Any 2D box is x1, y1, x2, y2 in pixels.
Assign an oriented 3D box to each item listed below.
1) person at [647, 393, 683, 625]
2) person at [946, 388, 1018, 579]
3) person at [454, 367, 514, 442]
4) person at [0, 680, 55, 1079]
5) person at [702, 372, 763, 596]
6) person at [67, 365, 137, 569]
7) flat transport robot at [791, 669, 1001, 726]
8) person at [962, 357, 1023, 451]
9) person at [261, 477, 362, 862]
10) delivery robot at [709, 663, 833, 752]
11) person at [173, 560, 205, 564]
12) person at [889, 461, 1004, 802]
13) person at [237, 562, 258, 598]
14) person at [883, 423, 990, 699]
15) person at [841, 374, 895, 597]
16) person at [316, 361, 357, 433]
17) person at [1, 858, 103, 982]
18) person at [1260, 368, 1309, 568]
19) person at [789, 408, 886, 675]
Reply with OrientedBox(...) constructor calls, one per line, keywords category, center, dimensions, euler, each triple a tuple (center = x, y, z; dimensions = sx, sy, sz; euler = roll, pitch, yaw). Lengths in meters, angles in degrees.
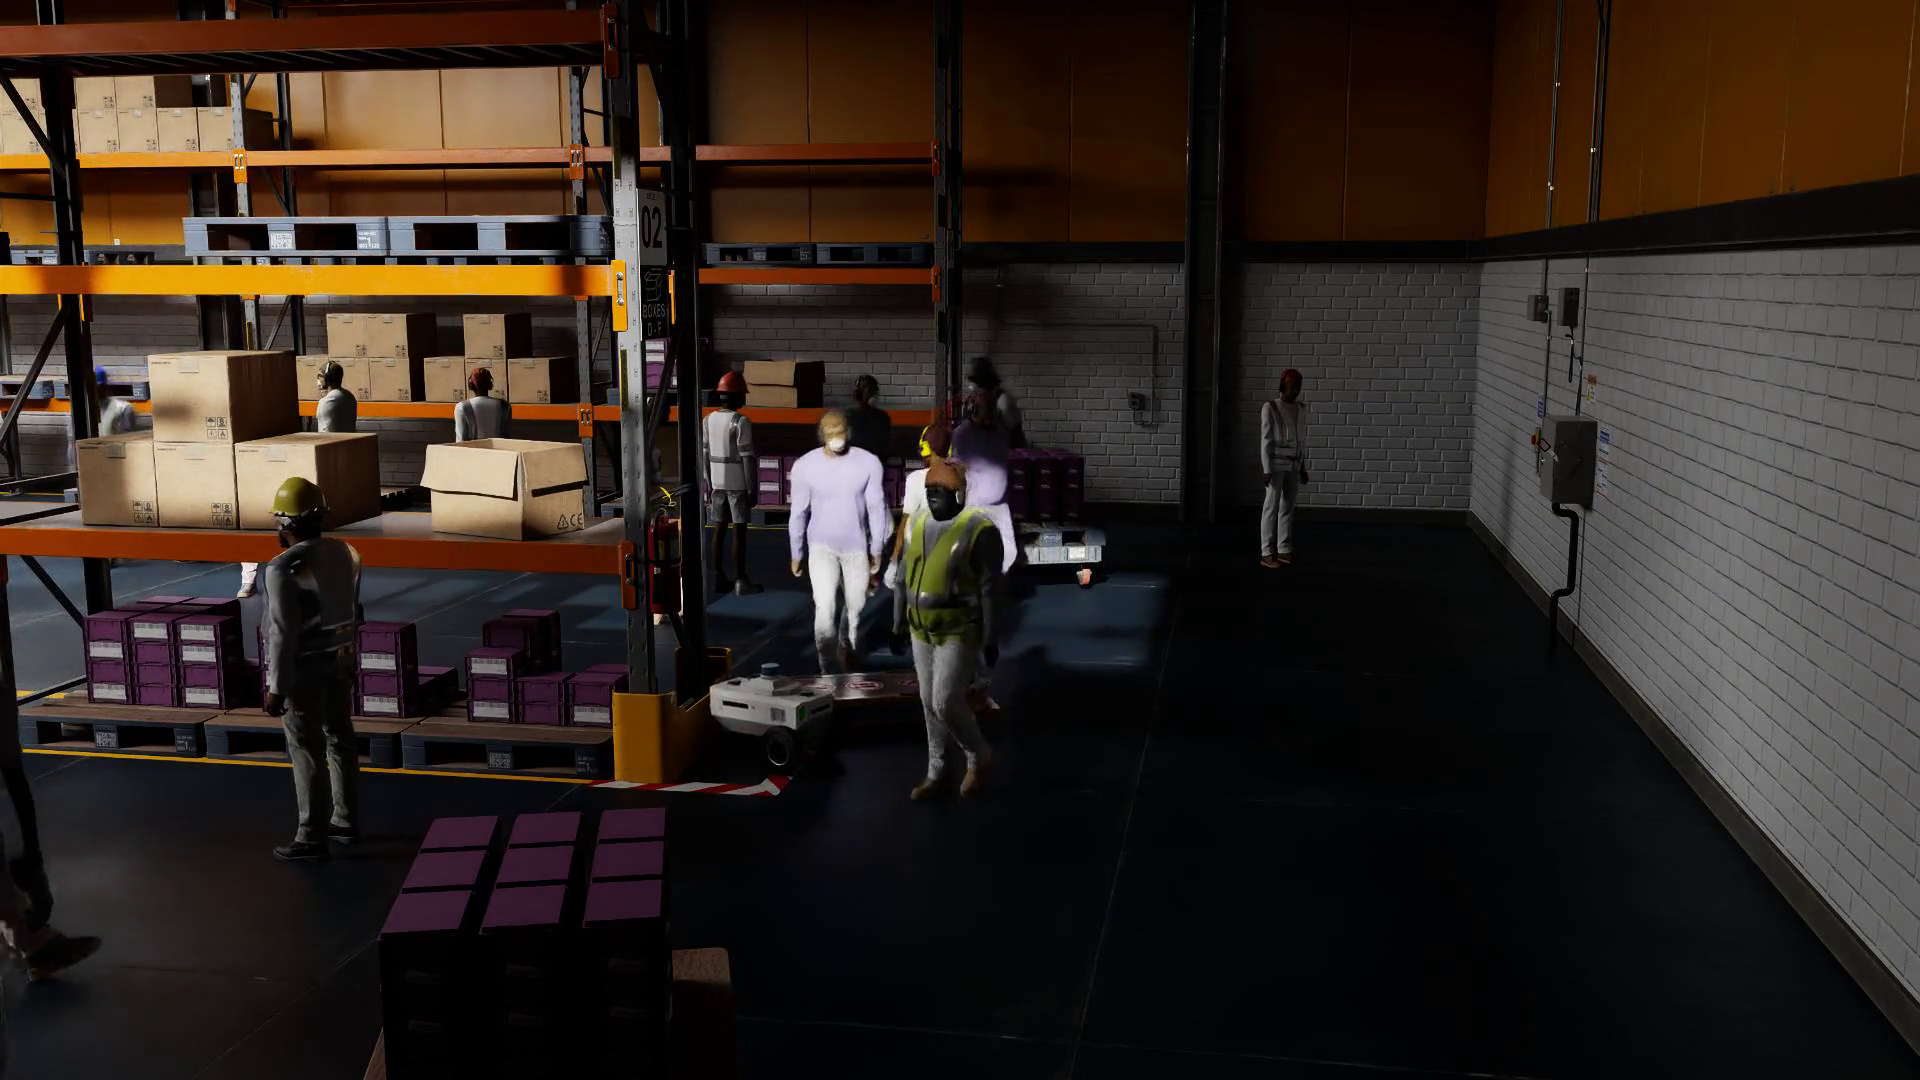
OrientedBox(category="person", center=(-2.401, -0.250, 13.249), dimensions=(0.429, 1.845, 0.621), euler=(7, 11, 37))
OrientedBox(category="person", center=(0.184, -0.248, 13.066), dimensions=(0.678, 1.892, 0.432), euler=(-8, 12, -41))
OrientedBox(category="person", center=(-4.573, -0.719, 16.030), dimensions=(0.584, 1.882, 0.337), euler=(-7, 11, -36))
OrientedBox(category="person", center=(-3.100, 1.062, 5.120), dimensions=(0.535, 1.846, 0.747), euler=(-6, 11, -32))
OrientedBox(category="person", center=(-1.967, -0.487, 14.432), dimensions=(0.553, 1.934, 0.364), euler=(7, 11, 35))
OrientedBox(category="person", center=(-8.041, -0.680, 15.629), dimensions=(0.641, 1.933, 0.430), euler=(-1, 9, -6))
OrientedBox(category="flat transport robot", center=(-0.513, 0.995, 10.387), dimensions=(1.431, 0.197, 0.652), euler=(-2, 9, -12))
OrientedBox(category="person", center=(0.340, -0.857, 16.405), dimensions=(1.072, 2.000, 0.710), euler=(-7, 12, -38))
OrientedBox(category="person", center=(-3.098, 0.612, 7.932), dimensions=(0.403, 1.832, 0.599), euler=(3, 10, 16))
OrientedBox(category="delivery robot", center=(-1.084, 0.949, 9.505), dimensions=(0.707, 0.478, 0.477), euler=(5, 11, 30))
OrientedBox(category="person", center=(-7.415, -0.682, 15.987), dimensions=(0.403, 1.825, 0.589), euler=(0, 9, 0))
OrientedBox(category="person", center=(-0.080, 0.488, 8.725), dimensions=(0.440, 1.822, 0.641), euler=(-9, 13, -43))
OrientedBox(category="person", center=(-6.020, -0.499, 14.320), dimensions=(0.615, 1.994, 0.381), euler=(-2, 9, -14))
OrientedBox(category="person", center=(-0.110, 0.171, 10.700), dimensions=(0.612, 1.825, 0.888), euler=(-7, 12, -38))
OrientedBox(category="person", center=(-0.811, -0.460, 14.280), dimensions=(0.624, 1.926, 0.426), euler=(-8, 12, -40))
OrientedBox(category="person", center=(-6.051, -0.767, 16.164), dimensions=(0.372, 1.940, 0.630), euler=(0, 9, 0))
OrientedBox(category="person", center=(-3.938, 0.812, 6.352), dimensions=(1.037, 1.933, 0.643), euler=(0, 9, 0))
OrientedBox(category="person", center=(3.084, -0.684, 15.807), dimensions=(0.573, 1.887, 0.353), euler=(-7, 11, -36))
OrientedBox(category="person", center=(-0.837, 0.037, 11.300), dimensions=(0.652, 1.908, 0.879), euler=(-2, 9, -12))
